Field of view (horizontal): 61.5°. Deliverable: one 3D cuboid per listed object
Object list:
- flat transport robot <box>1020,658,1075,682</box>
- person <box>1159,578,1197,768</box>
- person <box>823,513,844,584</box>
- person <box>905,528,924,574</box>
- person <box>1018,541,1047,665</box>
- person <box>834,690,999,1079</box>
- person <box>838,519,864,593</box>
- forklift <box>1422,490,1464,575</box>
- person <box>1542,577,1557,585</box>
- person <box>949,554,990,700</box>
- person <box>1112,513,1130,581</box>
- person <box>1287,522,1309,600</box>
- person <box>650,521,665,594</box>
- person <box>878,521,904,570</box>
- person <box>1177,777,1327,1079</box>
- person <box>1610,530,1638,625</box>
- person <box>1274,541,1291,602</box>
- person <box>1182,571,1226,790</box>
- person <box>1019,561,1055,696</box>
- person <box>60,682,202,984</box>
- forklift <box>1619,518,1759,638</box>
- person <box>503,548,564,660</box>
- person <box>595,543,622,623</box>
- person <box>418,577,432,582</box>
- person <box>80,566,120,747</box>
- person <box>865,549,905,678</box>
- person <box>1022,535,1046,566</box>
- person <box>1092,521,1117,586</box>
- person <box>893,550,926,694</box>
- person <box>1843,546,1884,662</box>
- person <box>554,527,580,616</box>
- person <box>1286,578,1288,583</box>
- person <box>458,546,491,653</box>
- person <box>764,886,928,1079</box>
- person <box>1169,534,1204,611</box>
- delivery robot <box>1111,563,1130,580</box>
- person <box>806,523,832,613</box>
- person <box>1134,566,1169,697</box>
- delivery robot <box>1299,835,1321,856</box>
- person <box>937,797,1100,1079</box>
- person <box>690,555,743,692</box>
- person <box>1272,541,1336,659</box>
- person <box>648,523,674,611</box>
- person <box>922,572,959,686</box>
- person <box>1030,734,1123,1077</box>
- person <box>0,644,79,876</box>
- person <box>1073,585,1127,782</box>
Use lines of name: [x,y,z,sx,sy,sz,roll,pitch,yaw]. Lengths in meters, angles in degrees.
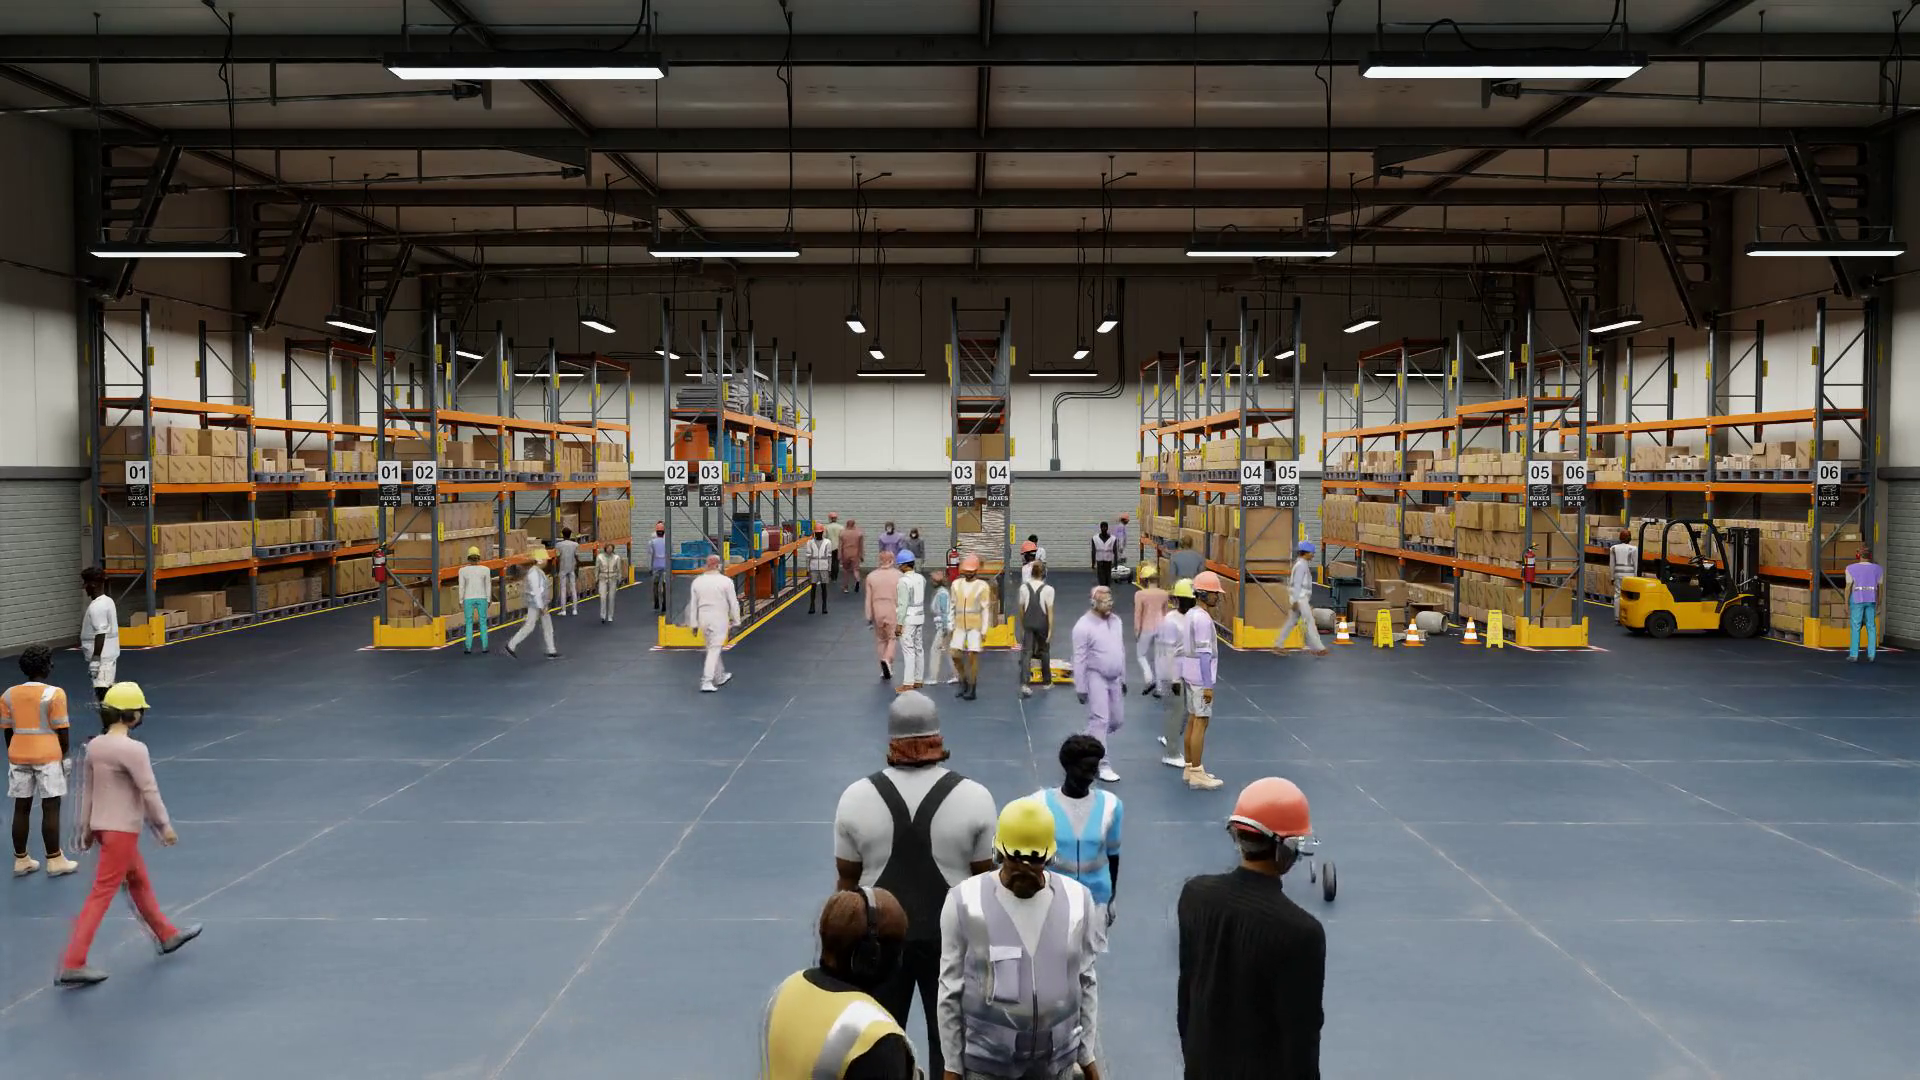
flat transport robot: [1.260,1.884,23.421,0.652,0.197,1.431,0,2,-3]
person: [2.246,1.340,16.299,0.444,1.914,0.596,2,3,41]
person: [-3.422,0.236,43.989,0.655,1.928,1.010,0,2,-7]
person: [-1.165,0.485,41.501,0.516,1.612,0.684,0,2,11]
person: [1.102,0.980,25.127,0.373,1.928,0.543,2,3,36]
person: [-0.170,1.669,6.895,0.709,2.000,0.535,0,2,5]
person: [-2.721,0.401,40.370,0.657,1.883,0.671,0,2,-12]
forklift: [13.926,-0.371,47.846,1.873,2.768,1.129,0,2,0]
person: [13.278,0.627,36.433,0.320,1.737,0.483,-1,3,-25]
person: [0.105,1.142,21.177,0.567,1.914,0.462,1,2,22]
person: [4.462,0.199,45.106,0.621,1.897,0.620,0,2,0]
person: [7.945,0.486,38.106,0.579,1.882,0.342,0,2,-4]
person: [-7.464,0.435,40.290,0.537,1.820,0.990,-1,2,-14]
person: [-1.605,0.491,37.886,0.627,1.903,0.991,0,2,3]
person: [0.853,1.756,5.189,0.845,1.967,0.634,-2,3,-41]
person: [13.074,0.739,31.751,0.355,1.883,0.574,-2,3,-43]
person: [7.417,0.540,37.497,0.586,1.824,0.404,0,2,-7]
person: [2.312,1.315,15.284,0.390,2.039,0.614,0,2,-4]
person: [1.029,1.183,21.755,0.511,1.797,0.984,1,2,16]
person: [-4.944,1.703,9.587,0.528,1.715,0.943,2,3,34]
forklift: [13.417,0.684,29.791,2.313,2.155,1.214,0,2,0]
person: [-6.818,1.022,25.754,0.875,1.797,0.579,0,2,2]
person: [-7.006,0.861,32.208,0.530,1.594,0.850,-1,2,-16]
person: [-10.998,0.649,33.558,0.585,1.919,0.380,0,2,3]
person: [-9.351,1.262,17.558,0.371,1.963,0.608,-1,2,-18]
person: [-1.062,1.075,23.266,0.636,1.888,0.735,1,2,18]
person: [1.612,0.720,35.147,0.535,1.657,0.878,0,2,2]
person: [3.379,0.497,37.810,0.597,1.894,0.863,0,2,0]
person: [-0.687,1.102,21.823,0.398,1.945,0.604,1,3,28]
person: [14.276,1.011,25.496,0.561,1.836,0.379,0,2,5]
person: [-8.268,0.660,33.958,0.535,1.864,0.309,-1,3,-27]
person: [8.790,0.240,42.968,0.633,1.993,0.952,1,2,13]
person: [-8.047,0.992,26.785,0.522,1.772,0.303,-1,2,-21]
person: [-0.303,1.854,4.438,0.687,1.822,0.660,-1,3,-32]
person: [3.956,0.865,28.204,0.631,1.919,0.548,0,2,-2]
delivery robot: [4.372,0.874,44.105,0.477,0.478,0.707,2,3,30]
person: [-3.012,0.603,34.487,0.551,1.935,0.375,0,2,-2]
person: [2.551,1.216,21.470,0.547,1.743,0.423,-1,2,-18]
delivery robot: [2.390,2.047,11.438,0.335,0.223,0.698,0,2,9]
person: [0.215,1.804,5.690,0.588,1.822,0.403,-1,2,-13]
person: [-3.327,1.134,22.180,0.646,1.854,1.004,1,3,25]
person: [5.531,0.965,26.189,1.007,1.885,0.627,0,2,10]
person: [-6.524,0.584,35.290,0.562,1.917,0.608,0,2,-9]
person: [-0.281,1.243,22.561,0.774,1.597,0.601,0,2,-12]
person: [0.545,1.780,8.156,0.530,1.673,0.636,0,2,-7]
person: [-6.793,1.619,11.905,0.532,1.697,0.319,0,2,8]
person: [1.332,1.377,15.741,0.675,1.888,0.631,-2,3,-44]
